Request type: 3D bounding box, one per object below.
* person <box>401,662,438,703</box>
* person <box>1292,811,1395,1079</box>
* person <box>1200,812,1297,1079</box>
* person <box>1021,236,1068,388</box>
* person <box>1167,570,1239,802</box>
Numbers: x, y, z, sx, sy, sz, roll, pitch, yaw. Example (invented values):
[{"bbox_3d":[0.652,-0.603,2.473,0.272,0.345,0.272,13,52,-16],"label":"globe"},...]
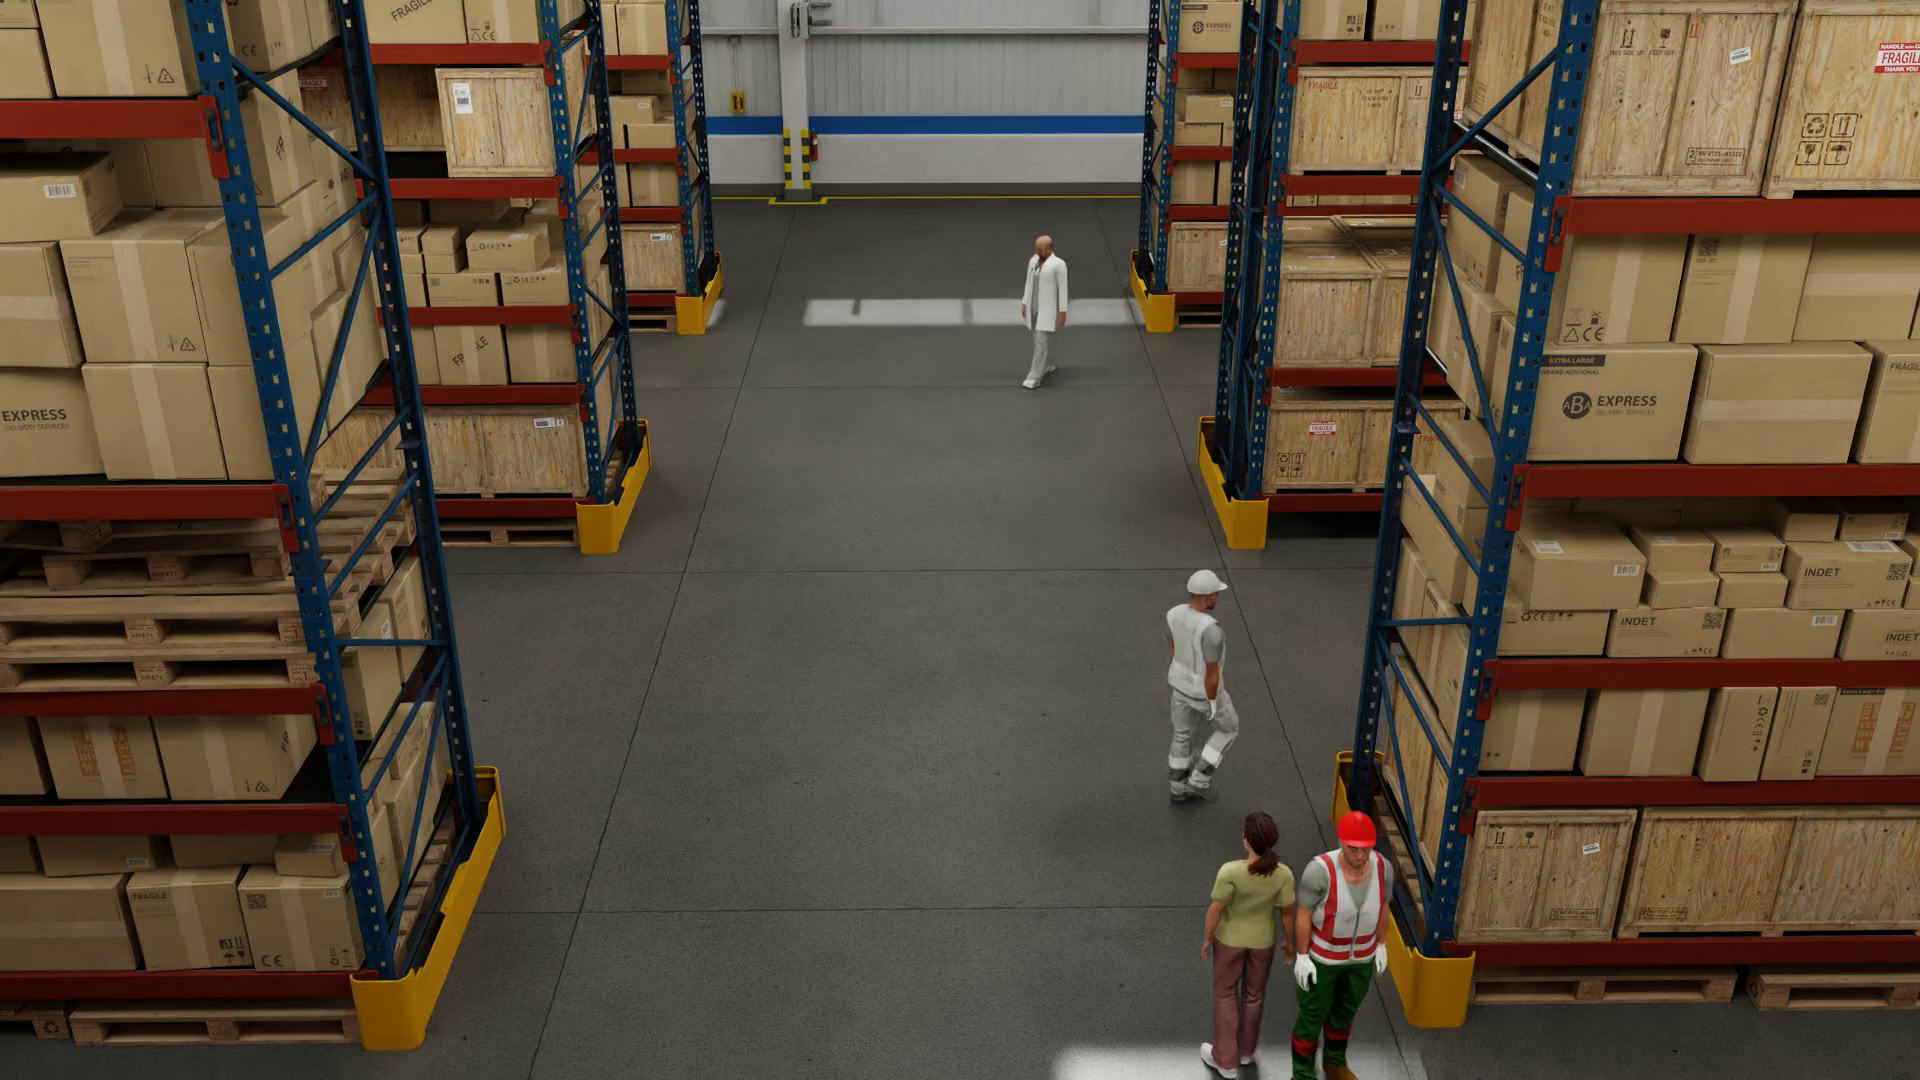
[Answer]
[{"bbox_3d":[-3.987,1.111,11.466,0.666,1.773,0.608,3,25,6],"label":"person"},{"bbox_3d":[2.069,2.253,8.985,0.555,1.795,0.429,-5,26,-11],"label":"person"},{"bbox_3d":[1.597,2.217,9.231,0.518,1.679,0.453,1,25,2],"label":"person"},{"bbox_3d":[0.928,-2.712,19.656,0.633,1.765,0.839,22,33,39],"label":"person"},{"bbox_3d":[1.676,1.016,11.615,0.425,1.786,0.559,-19,31,-35],"label":"person"}]
